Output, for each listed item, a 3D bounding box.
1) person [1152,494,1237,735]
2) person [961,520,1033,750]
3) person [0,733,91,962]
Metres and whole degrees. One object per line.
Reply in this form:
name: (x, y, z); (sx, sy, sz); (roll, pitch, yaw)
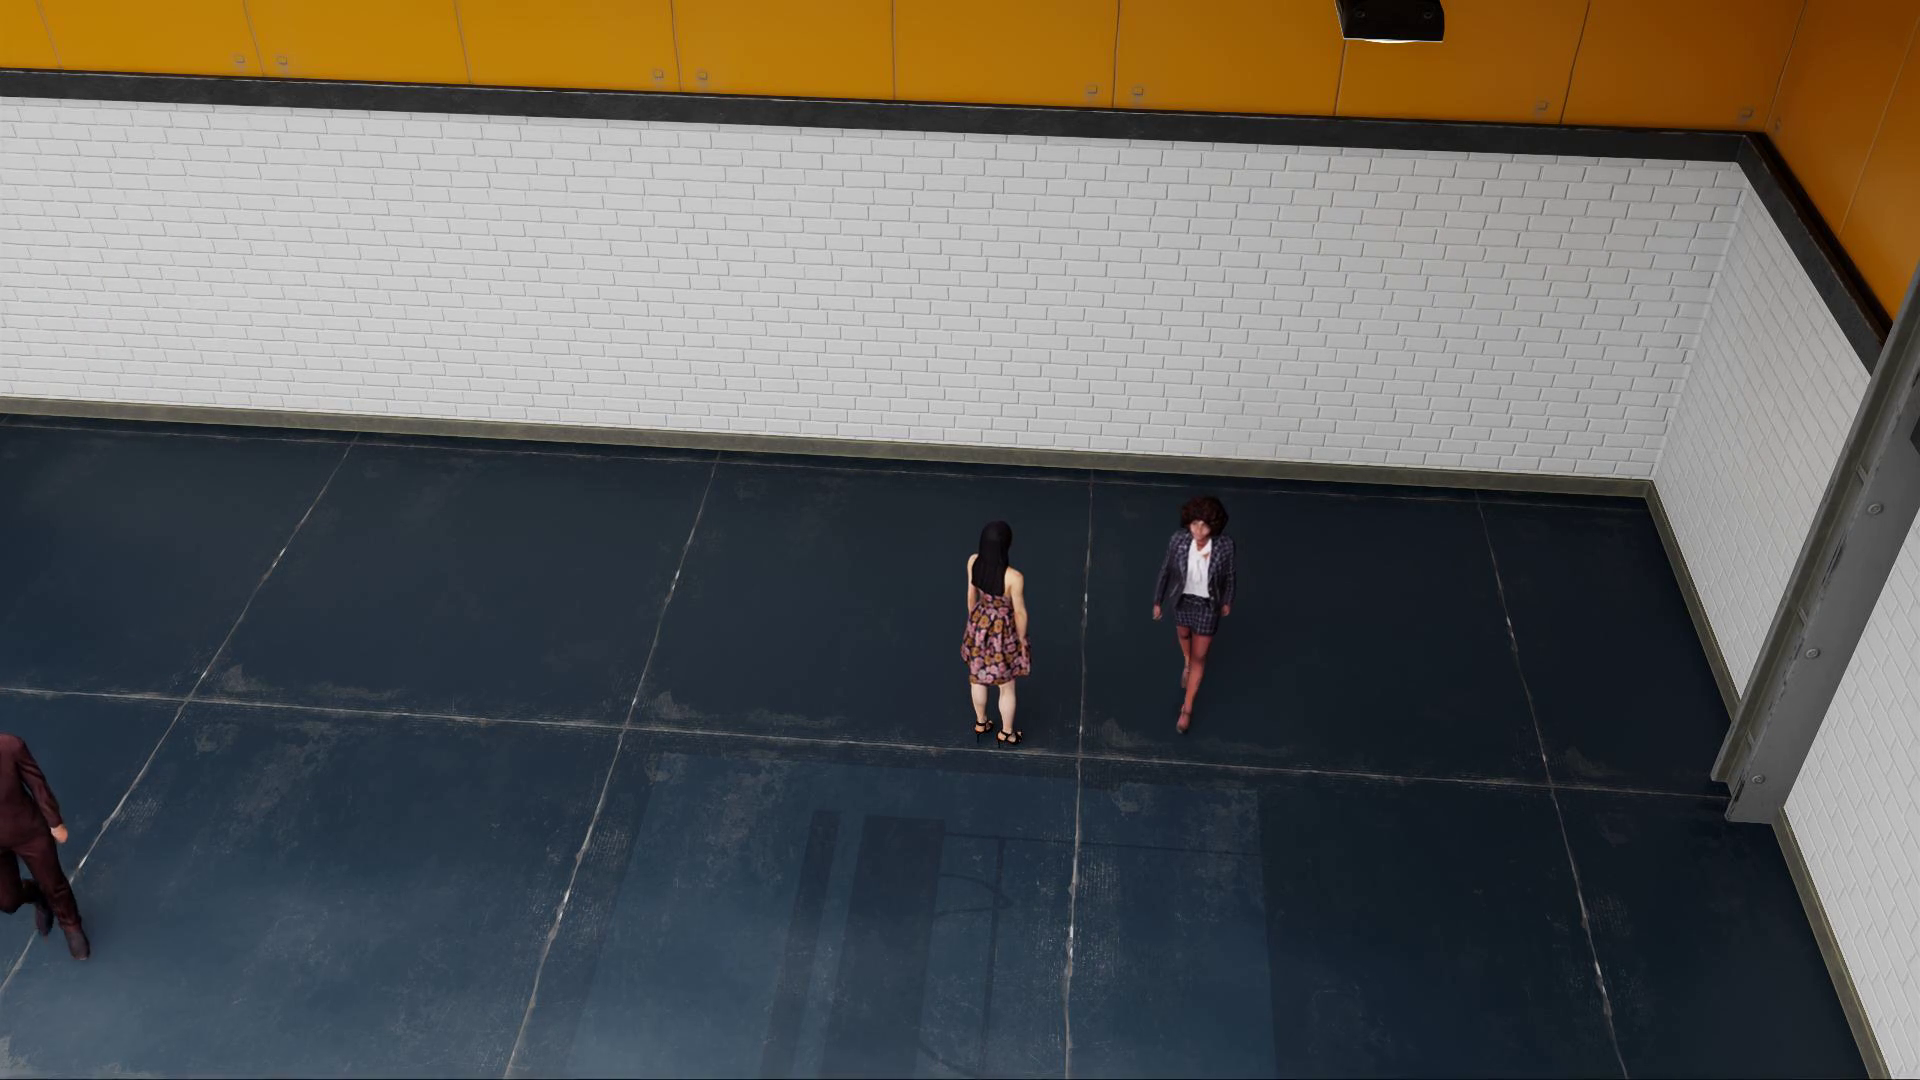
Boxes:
person: (1.537, 0.365, 10.745); (0.808, 1.667, 1.055); (12, 40, 15)
person: (0.227, 0.596, 10.370); (0.792, 1.773, 0.830); (23, 44, 26)
person: (-5.224, 1.545, 9.118); (0.863, 1.853, 0.921); (-16, 41, -19)
